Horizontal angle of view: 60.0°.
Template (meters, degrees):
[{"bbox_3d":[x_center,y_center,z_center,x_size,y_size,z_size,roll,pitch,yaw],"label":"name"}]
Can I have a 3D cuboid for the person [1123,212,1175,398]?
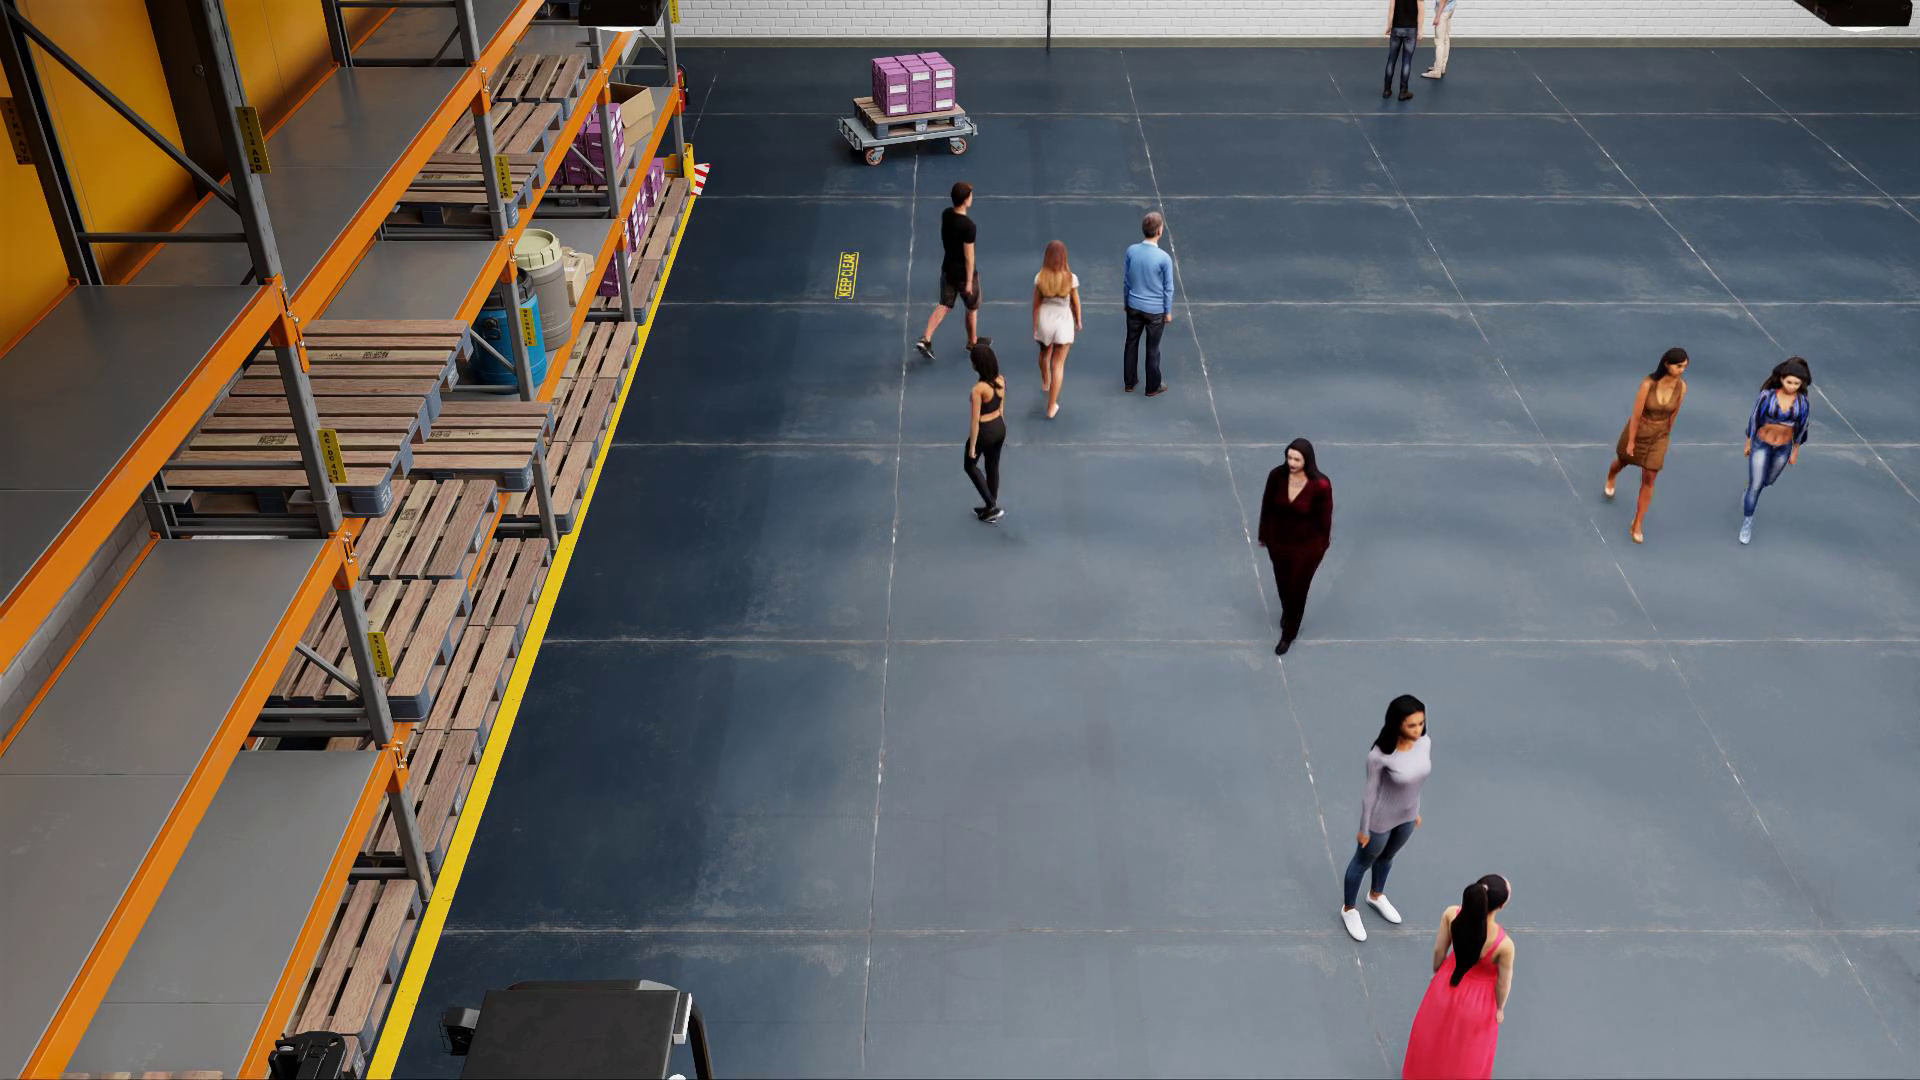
[{"bbox_3d":[1.770,-2.230,15.763,0.745,1.810,0.756,19,38,27],"label":"person"}]

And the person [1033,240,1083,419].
[{"bbox_3d":[0.868,-1.915,15.426,0.736,1.658,1.036,8,34,12],"label":"person"}]

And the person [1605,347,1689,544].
[{"bbox_3d":[5.680,-0.875,13.879,0.605,1.639,1.118,2,34,4],"label":"person"}]

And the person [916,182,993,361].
[{"bbox_3d":[-0.093,-2.616,16.318,1.181,1.840,1.159,-26,42,-33],"label":"person"}]

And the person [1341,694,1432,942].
[{"bbox_3d":[2.568,1.642,10.006,0.688,1.735,0.685,-16,37,-23],"label":"person"}]

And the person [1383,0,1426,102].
[{"bbox_3d":[6.121,-7.033,22.914,0.763,1.894,0.769,19,38,26],"label":"person"}]

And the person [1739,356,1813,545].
[{"bbox_3d":[6.720,-0.786,13.786,0.825,1.593,1.077,10,35,15],"label":"person"}]

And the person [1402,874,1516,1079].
[{"bbox_3d":[2.680,2.423,8.839,0.711,1.726,0.769,28,43,35],"label":"person"}]

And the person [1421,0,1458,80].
[{"bbox_3d":[6.915,-7.546,23.728,0.793,1.847,0.677,20,38,27],"label":"person"}]

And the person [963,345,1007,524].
[{"bbox_3d":[0.278,-0.833,13.821,0.745,1.632,0.805,-27,42,-34],"label":"person"}]

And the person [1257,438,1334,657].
[{"bbox_3d":[2.561,-0.045,12.546,0.968,1.733,1.070,20,39,28],"label":"person"}]
